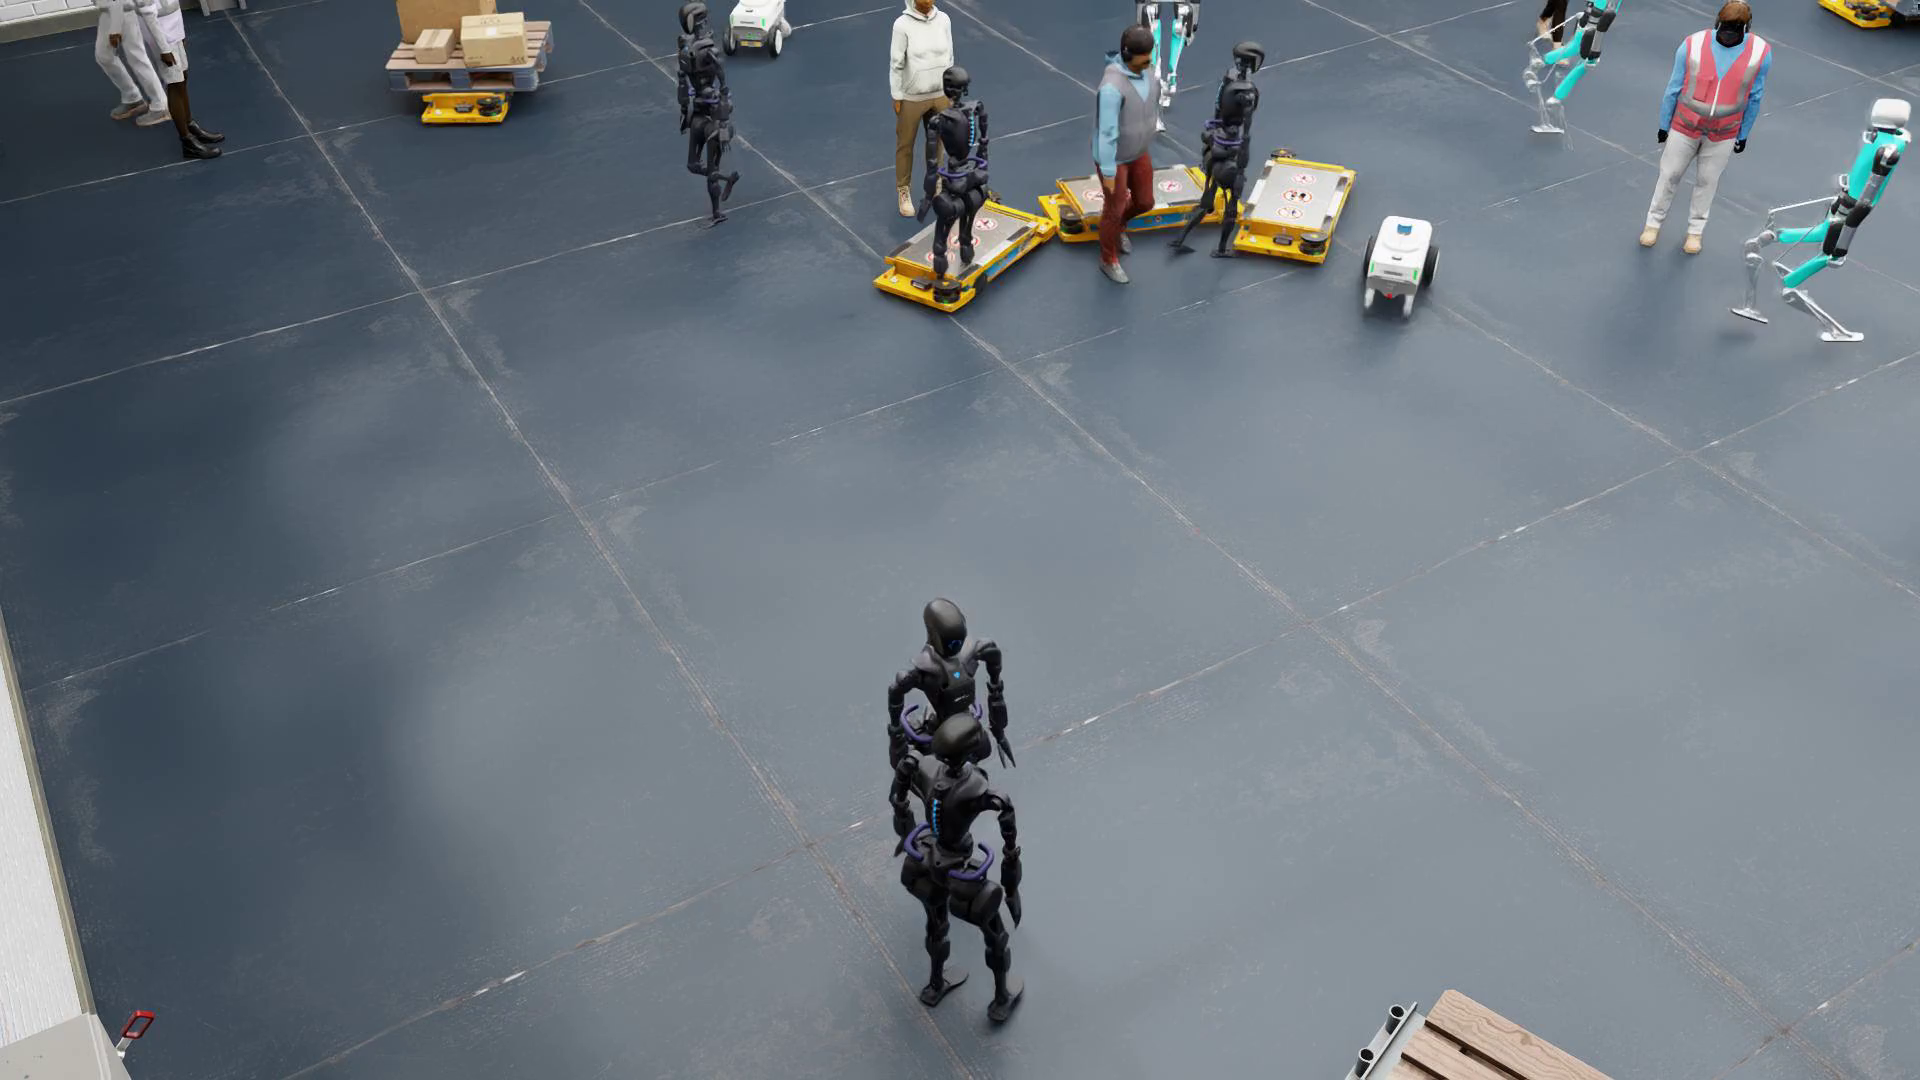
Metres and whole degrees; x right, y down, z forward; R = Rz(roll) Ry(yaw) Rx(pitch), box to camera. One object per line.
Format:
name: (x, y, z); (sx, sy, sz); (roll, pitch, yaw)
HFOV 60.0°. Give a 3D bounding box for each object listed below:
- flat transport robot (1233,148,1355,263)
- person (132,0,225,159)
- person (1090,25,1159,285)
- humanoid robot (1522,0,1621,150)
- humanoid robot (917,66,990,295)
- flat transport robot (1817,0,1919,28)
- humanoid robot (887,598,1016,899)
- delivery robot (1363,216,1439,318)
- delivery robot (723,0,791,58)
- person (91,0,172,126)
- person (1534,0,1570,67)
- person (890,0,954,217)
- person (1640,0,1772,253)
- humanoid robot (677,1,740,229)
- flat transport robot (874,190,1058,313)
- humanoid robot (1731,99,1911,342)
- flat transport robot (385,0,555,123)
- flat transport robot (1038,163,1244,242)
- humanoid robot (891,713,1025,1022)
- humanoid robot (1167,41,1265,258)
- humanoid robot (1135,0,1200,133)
flat transport robot: (2.523, -2.516, 12.466); (0.659, 0.231, 1.431); (12, 40, 15)
person: (-6.142, -3.925, 12.907); (0.360, 1.933, 0.542); (-8, 39, -10)
person: (1.086, -2.634, 11.344); (0.569, 1.855, 0.508); (-29, 47, -31)
humanoid robot: (4.766, -3.911, 13.095); (0.742, 1.842, 0.538); (5, 39, 6)
humanoid robot: (-0.020, -2.364, 11.137); (0.604, 1.651, 0.320); (-32, 48, -34)
flat transport robot: (8.953, -5.105, 15.733); (1.431, 0.231, 0.659); (-9, 39, -11)
humanoid robot: (-0.045, 0.874, 7.057); (0.583, 1.647, 0.342); (-20, 43, -23)
delivery robot: (3.040, -1.942, 11.515); (0.499, 0.599, 0.784); (13, 40, 15)
delivery robot: (-1.830, -4.696, 14.992); (0.500, 0.601, 0.772); (6, 39, 7)
person: (-6.773, -4.163, 13.269); (0.563, 1.853, 0.619); (-28, 46, -31)
person: (5.356, -5.095, 14.602); (0.532, 1.652, 0.860); (-7, 39, -9)
person: (-0.283, -3.266, 12.207); (0.516, 1.767, 0.374); (-17, 41, -20)
person: (5.233, -2.897, 11.694); (0.629, 1.836, 0.431); (13, 40, 16)
humanoid robot: (-1.797, -3.084, 12.056); (0.450, 1.648, 0.607); (-30, 47, -32)
flat transport robot: (0.059, -2.083, 11.920); (0.659, 0.231, 1.431); (22, 43, 26)
humanoid robot: (5.466, -2.020, 10.691); (1.042, 1.755, 0.557); (14, 41, 17)
flat transport robot: (-4.140, -3.949, 14.275); (0.659, 0.231, 1.431); (-1, 38, -1)
flat transport robot: (1.363, -2.534, 12.490); (1.431, 0.231, 0.659); (-9, 39, -11)
humanoid robot: (-0.023, 1.271, 6.550); (0.599, 1.654, 0.372); (21, 43, 24)
humanoid robot: (1.784, -2.706, 11.598); (0.504, 1.638, 0.613); (-3, 39, -4)
humanoid robot: (1.650, -4.057, 13.264); (0.542, 1.708, 1.069); (2, 38, 2)
